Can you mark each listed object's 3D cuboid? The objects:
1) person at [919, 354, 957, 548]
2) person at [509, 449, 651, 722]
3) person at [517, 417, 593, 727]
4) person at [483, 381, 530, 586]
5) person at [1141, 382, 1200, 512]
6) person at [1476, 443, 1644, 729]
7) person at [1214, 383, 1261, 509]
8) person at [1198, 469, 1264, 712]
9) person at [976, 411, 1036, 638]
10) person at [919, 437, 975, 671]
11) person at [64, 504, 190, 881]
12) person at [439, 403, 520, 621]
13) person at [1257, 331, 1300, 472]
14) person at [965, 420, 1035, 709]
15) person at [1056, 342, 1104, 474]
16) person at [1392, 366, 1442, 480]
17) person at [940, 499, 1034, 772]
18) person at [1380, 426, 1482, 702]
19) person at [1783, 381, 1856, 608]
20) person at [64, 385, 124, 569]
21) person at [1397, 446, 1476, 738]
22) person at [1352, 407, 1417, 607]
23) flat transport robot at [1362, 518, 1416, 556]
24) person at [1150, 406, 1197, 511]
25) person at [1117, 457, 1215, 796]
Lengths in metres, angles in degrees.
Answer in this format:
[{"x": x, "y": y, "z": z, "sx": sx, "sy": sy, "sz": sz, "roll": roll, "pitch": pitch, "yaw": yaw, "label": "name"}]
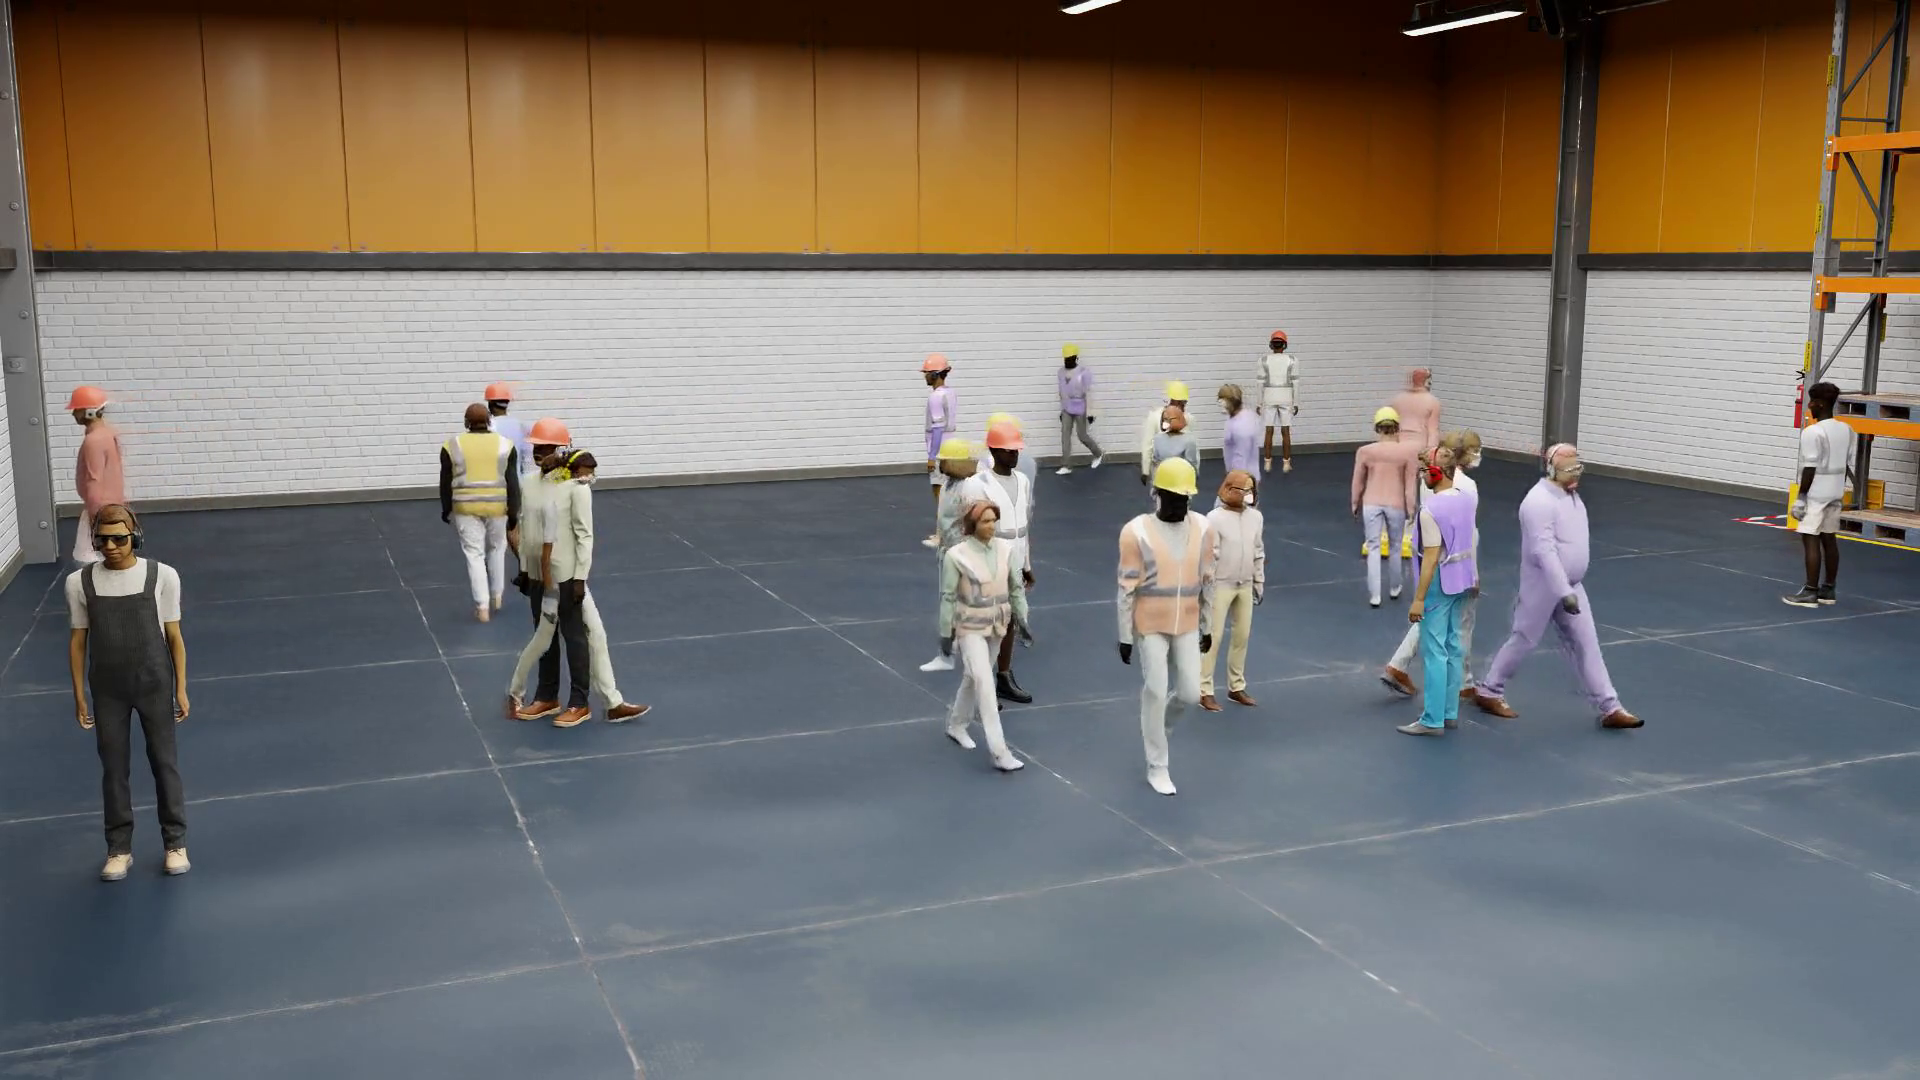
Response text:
[{"x": -0.242, "y": -0.935, "z": 17.518, "sx": 0.391, "sy": 2.040, "sz": 0.622, "roll": 3, "pitch": 10, "yaw": 15, "label": "person"}, {"x": -2.548, "y": 0.296, "z": 10.771, "sx": 0.990, "sy": 1.818, "sz": 0.601, "roll": 4, "pitch": 10, "yaw": 24, "label": "person"}, {"x": -2.626, "y": 0.202, "z": 10.749, "sx": 0.612, "sy": 1.997, "sz": 0.376, "roll": 6, "pitch": 11, "yaw": 33, "label": "person"}, {"x": -4.272, "y": -0.533, "z": 15.544, "sx": 0.993, "sy": 1.895, "sz": 0.544, "roll": 6, "pitch": 11, "yaw": 33, "label": "person"}, {"x": 2.203, "y": -0.742, "z": 17.148, "sx": 0.604, "sy": 1.766, "sz": 0.965, "roll": -5, "pitch": 11, "yaw": -27, "label": "person"}, {"x": 3.844, "y": 0.297, "z": 10.668, "sx": 0.640, "sy": 1.842, "sz": 1.057, "roll": -8, "pitch": 12, "yaw": -40, "label": "person"}, {"x": 2.543, "y": -0.500, "z": 15.293, "sx": 0.430, "sy": 1.900, "sz": 0.712, "roll": 1, "pitch": 9, "yaw": 4, "label": "person"}, {"x": 1.821, "y": 0.330, "z": 11.110, "sx": 0.507, "sy": 1.628, "sz": 0.284, "roll": -5, "pitch": 11, "yaw": -29, "label": "person"}, {"x": 0.324, "y": -0.106, "z": 13.169, "sx": 0.607, "sy": 1.813, "sz": 0.428, "roll": -7, "pitch": 12, "yaw": -37, "label": "person"}, {"x": 0.022, "y": 0.096, "z": 12.193, "sx": 0.640, "sy": 1.725, "sz": 0.494, "roll": -3, "pitch": 10, "yaw": -18, "label": "person"}, {"x": -4.010, "y": 0.730, "z": 8.041, "sx": 0.509, "sy": 1.841, "sz": 0.337, "roll": -3, "pitch": 10, "yaw": -20, "label": "person"}, {"x": -4.085, "y": -0.262, "z": 14.124, "sx": 0.627, "sy": 1.805, "sz": 0.860, "roll": -4, "pitch": 10, "yaw": -22, "label": "person"}, {"x": 4.555, "y": -1.980, "z": 23.864, "sx": 0.605, "sy": 2.034, "sz": 0.391, "roll": 2, "pitch": 10, "yaw": 11, "label": "person"}, {"x": 0.287, "y": 0.163, "z": 11.160, "sx": 0.542, "sy": 1.939, "sz": 0.362, "roll": -9, "pitch": 13, "yaw": -42, "label": "person"}, {"x": 1.711, "y": -1.891, "z": 23.787, "sx": 0.604, "sy": 1.894, "sz": 0.816, "roll": 8, "pitch": 12, "yaw": 41, "label": "person"}, {"x": 4.965, "y": -0.968, "z": 18.218, "sx": 0.903, "sy": 1.878, "sz": 0.651, "roll": -7, "pitch": 12, "yaw": -36, "label": "person"}, {"x": 0.139, "y": 0.541, "z": 9.927, "sx": 0.516, "sy": 1.589, "sz": 0.898, "roll": -7, "pitch": 12, "yaw": -37, "label": "person"}, {"x": 3.290, "y": 0.173, "z": 11.218, "sx": 0.672, "sy": 1.907, "sz": 0.661, "roll": -1, "pitch": 9, "yaw": -8, "label": "person"}, {"x": 7.470, "y": -0.394, "z": 14.460, "sx": 0.612, "sy": 1.961, "sz": 0.368, "roll": -5, "pitch": 11, "yaw": -29, "label": "person"}, {"x": -7.118, "y": -0.280, "z": 13.691, "sx": 0.464, "sy": 1.988, "sz": 0.641, "roll": -2, "pitch": 10, "yaw": -12, "label": "person"}, {"x": 3.020, "y": 0.329, "z": 10.461, "sx": 0.390, "sy": 1.839, "sz": 0.564, "roll": 8, "pitch": 12, "yaw": 39, "label": "person"}, {"x": 3.712, "y": -0.301, "z": 14.570, "sx": 0.548, "sy": 1.728, "sz": 0.743, "roll": 3, "pitch": 10, "yaw": 16, "label": "person"}, {"x": 4.592, "y": -0.039, "z": 17.429, "sx": 0.652, "sy": 0.197, "sz": 1.431, "roll": 3, "pitch": 10, "yaw": 17, "label": "flat transport robot"}, {"x": 2.035, "y": -0.475, "z": 15.951, "sx": 0.507, "sy": 1.631, "sz": 0.266, "roll": 9, "pitch": 13, "yaw": 44, "label": "person"}, {"x": 1.157, "y": 0.468, "z": 9.399, "sx": 0.606, "sy": 1.907, "sz": 0.504, "roll": -3, "pitch": 10, "yaw": -18, "label": "person"}]
